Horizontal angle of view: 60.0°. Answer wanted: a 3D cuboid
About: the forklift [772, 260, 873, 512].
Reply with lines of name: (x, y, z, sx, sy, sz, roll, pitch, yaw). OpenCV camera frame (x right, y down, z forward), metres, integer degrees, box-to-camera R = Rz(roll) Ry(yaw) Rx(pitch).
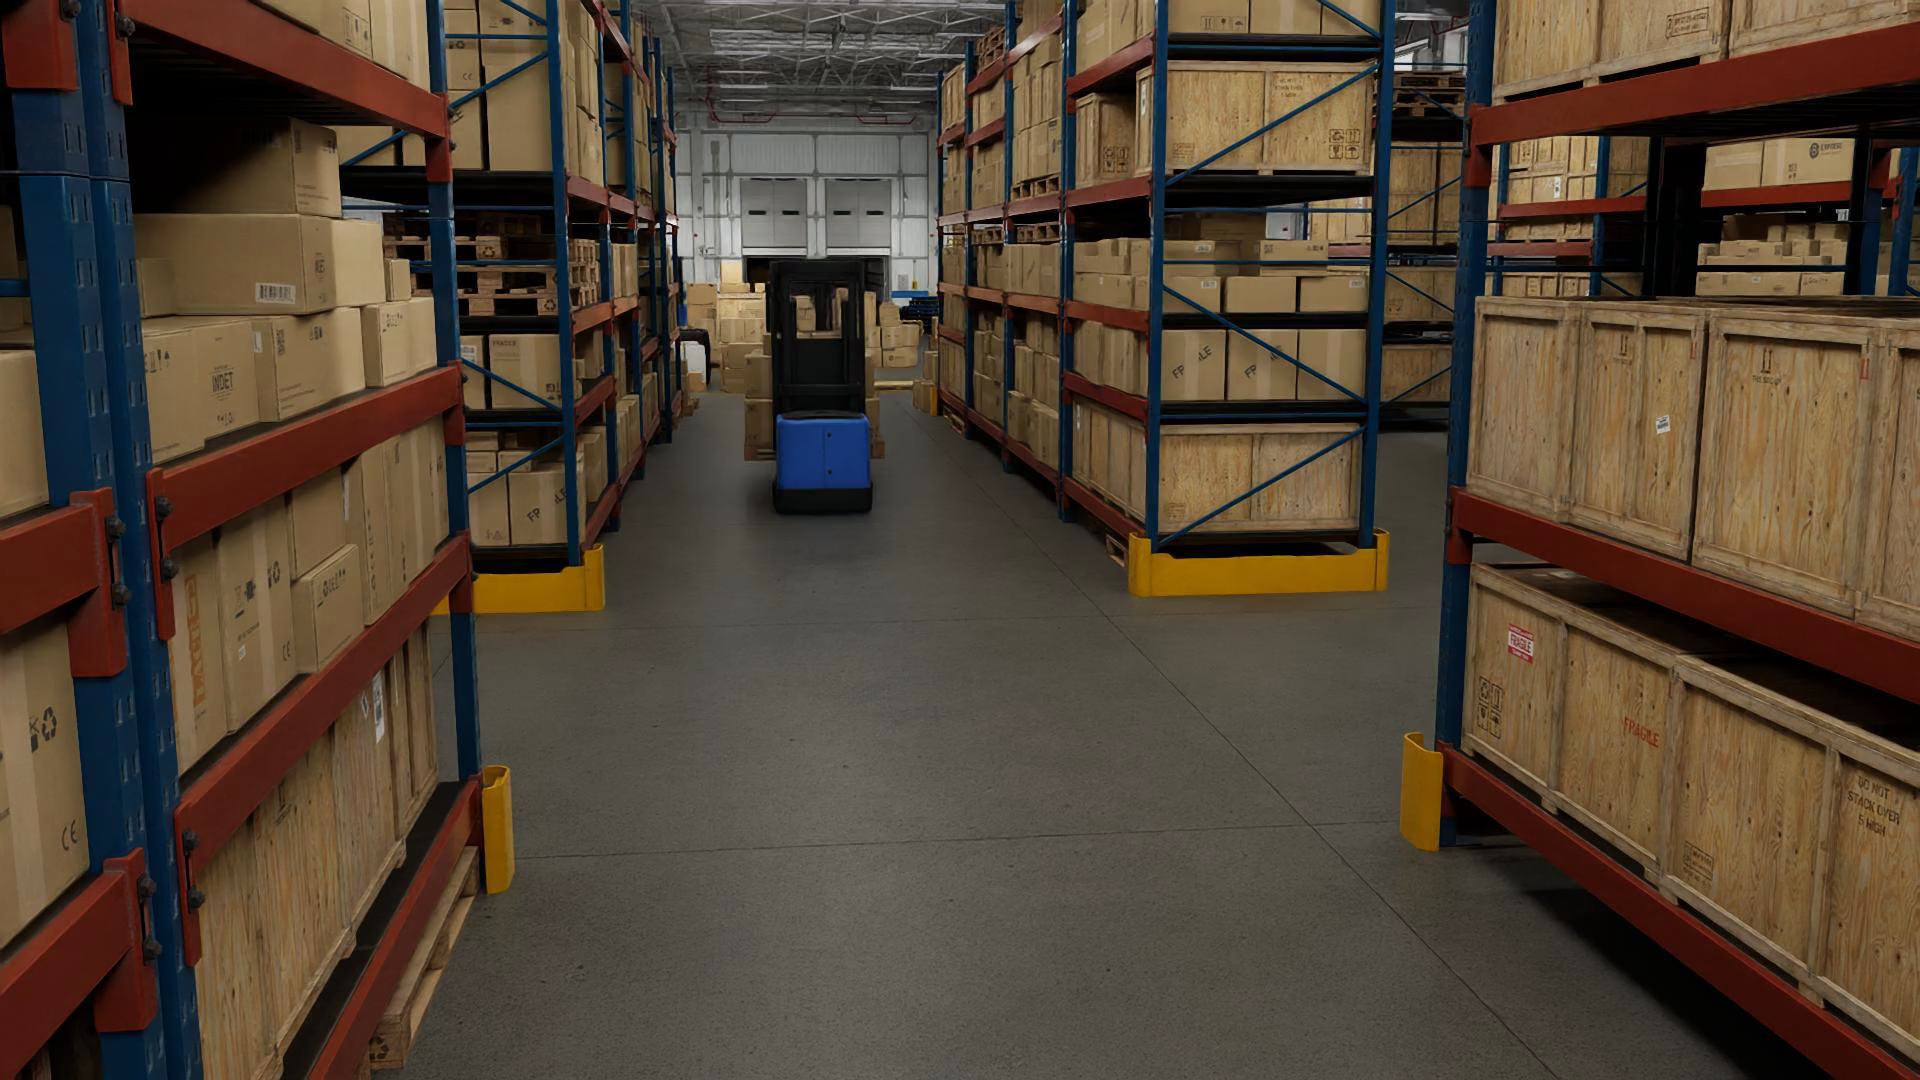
forklift: (-1.608, -1.806, 19.082, 1.129, 2.768, 1.873, -1, 10, -7)

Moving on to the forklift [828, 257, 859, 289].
forklift: (-3.284, -6.565, 46.785, 1.129, 2.768, 1.873, -1, 10, -7)

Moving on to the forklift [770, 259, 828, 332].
forklift: (-2.599, -3.172, 27.033, 1.129, 2.768, 1.873, -1, 10, -7)

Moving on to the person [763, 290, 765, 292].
person: (-5.357, -5.941, 45.895, 0.355, 1.936, 0.637, 0, 10, 2)

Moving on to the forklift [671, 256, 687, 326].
forklift: (-10.432, -8.868, 60.195, 1.873, 2.768, 1.129, 9, 13, 43)
